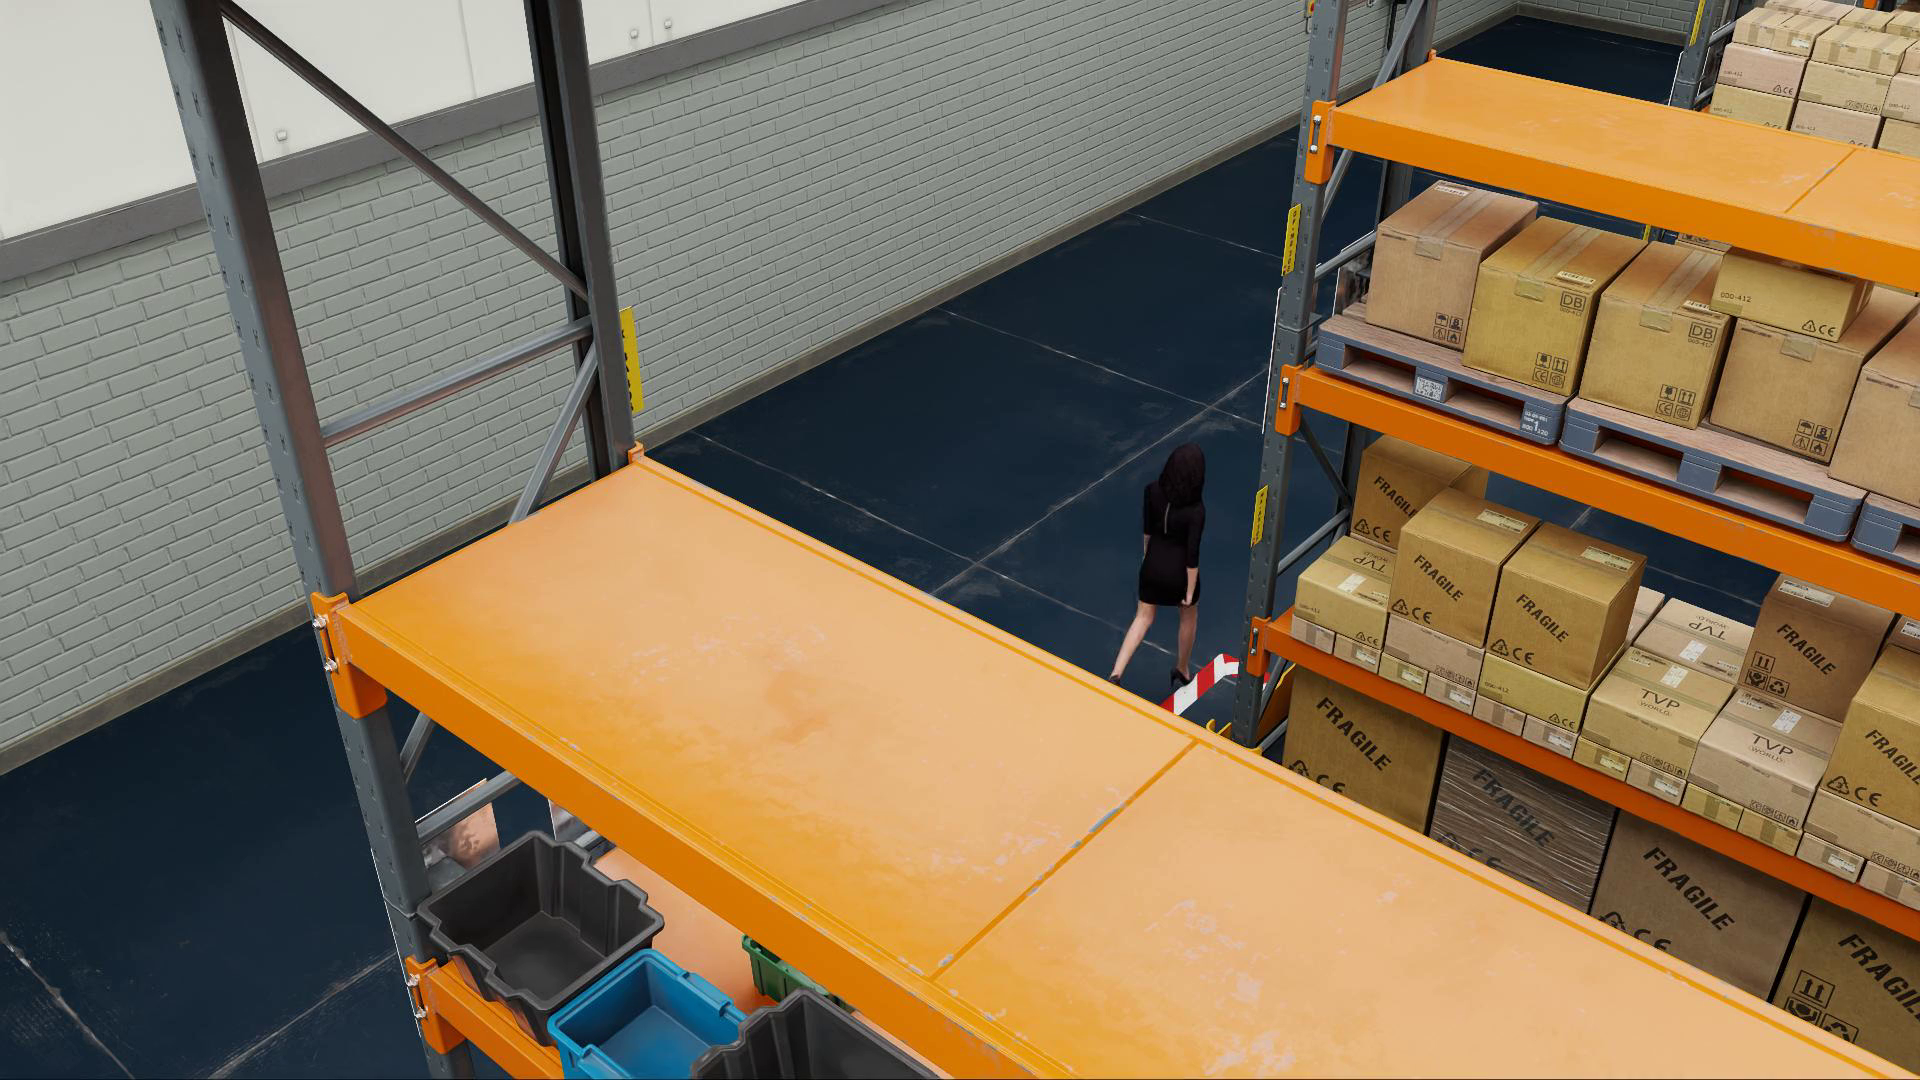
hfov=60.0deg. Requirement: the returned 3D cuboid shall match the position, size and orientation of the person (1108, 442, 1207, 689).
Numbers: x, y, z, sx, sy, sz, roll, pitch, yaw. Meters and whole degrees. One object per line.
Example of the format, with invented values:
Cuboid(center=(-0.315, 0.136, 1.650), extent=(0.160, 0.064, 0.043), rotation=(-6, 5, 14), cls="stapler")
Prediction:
Cuboid(center=(1.175, 0.266, 9.868), extent=(0.974, 1.774, 0.660), rotation=(24, 40, 32), cls="person")
